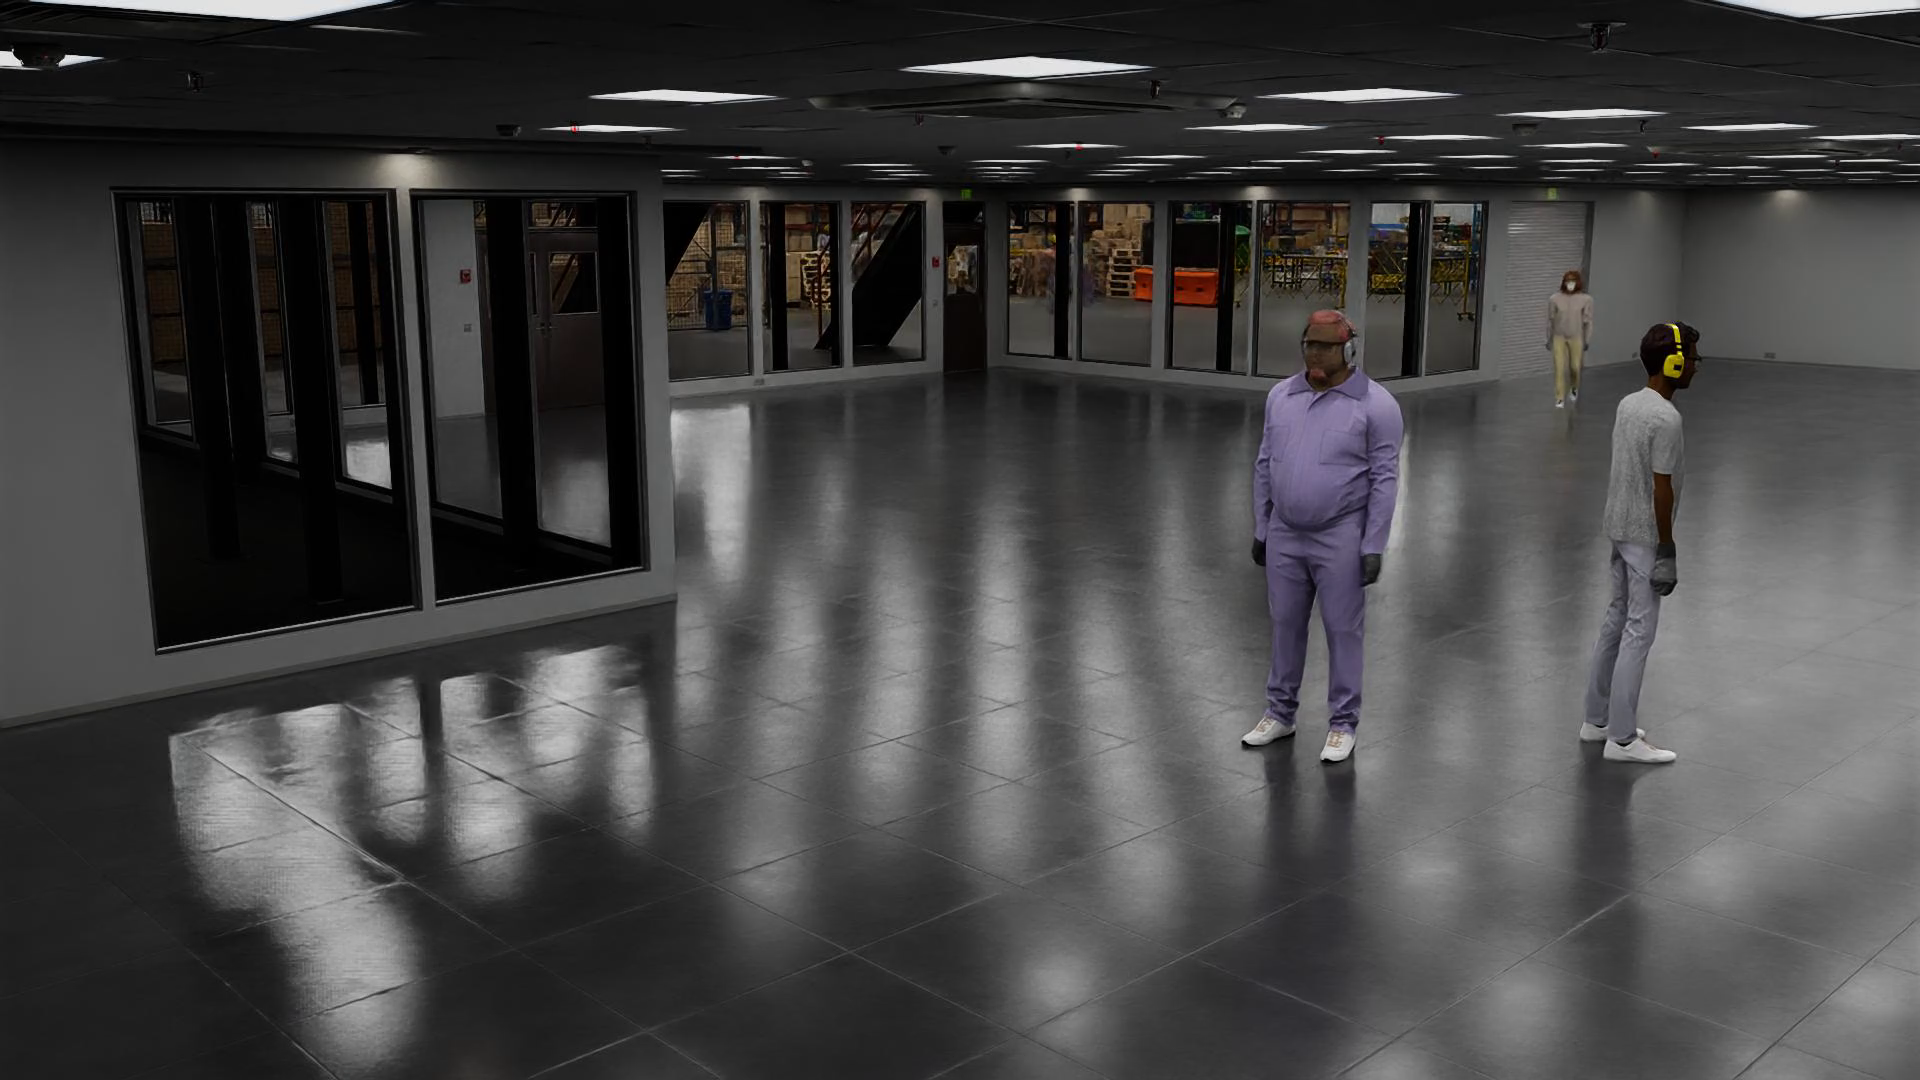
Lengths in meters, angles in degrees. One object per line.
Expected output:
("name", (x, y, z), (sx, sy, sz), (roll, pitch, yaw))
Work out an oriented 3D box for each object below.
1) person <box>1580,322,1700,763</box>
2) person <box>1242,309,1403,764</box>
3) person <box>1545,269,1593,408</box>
("person", (2.898, 0.012, 7.046), (0.328, 1.861, 0.506), (0, 11, -1))
("person", (1.513, -0.019, 7.056), (0.641, 1.912, 0.410), (9, 14, 38))
("person", (7.137, -2.363, 19.527), (0.504, 1.621, 0.431), (5, 12, 23))
